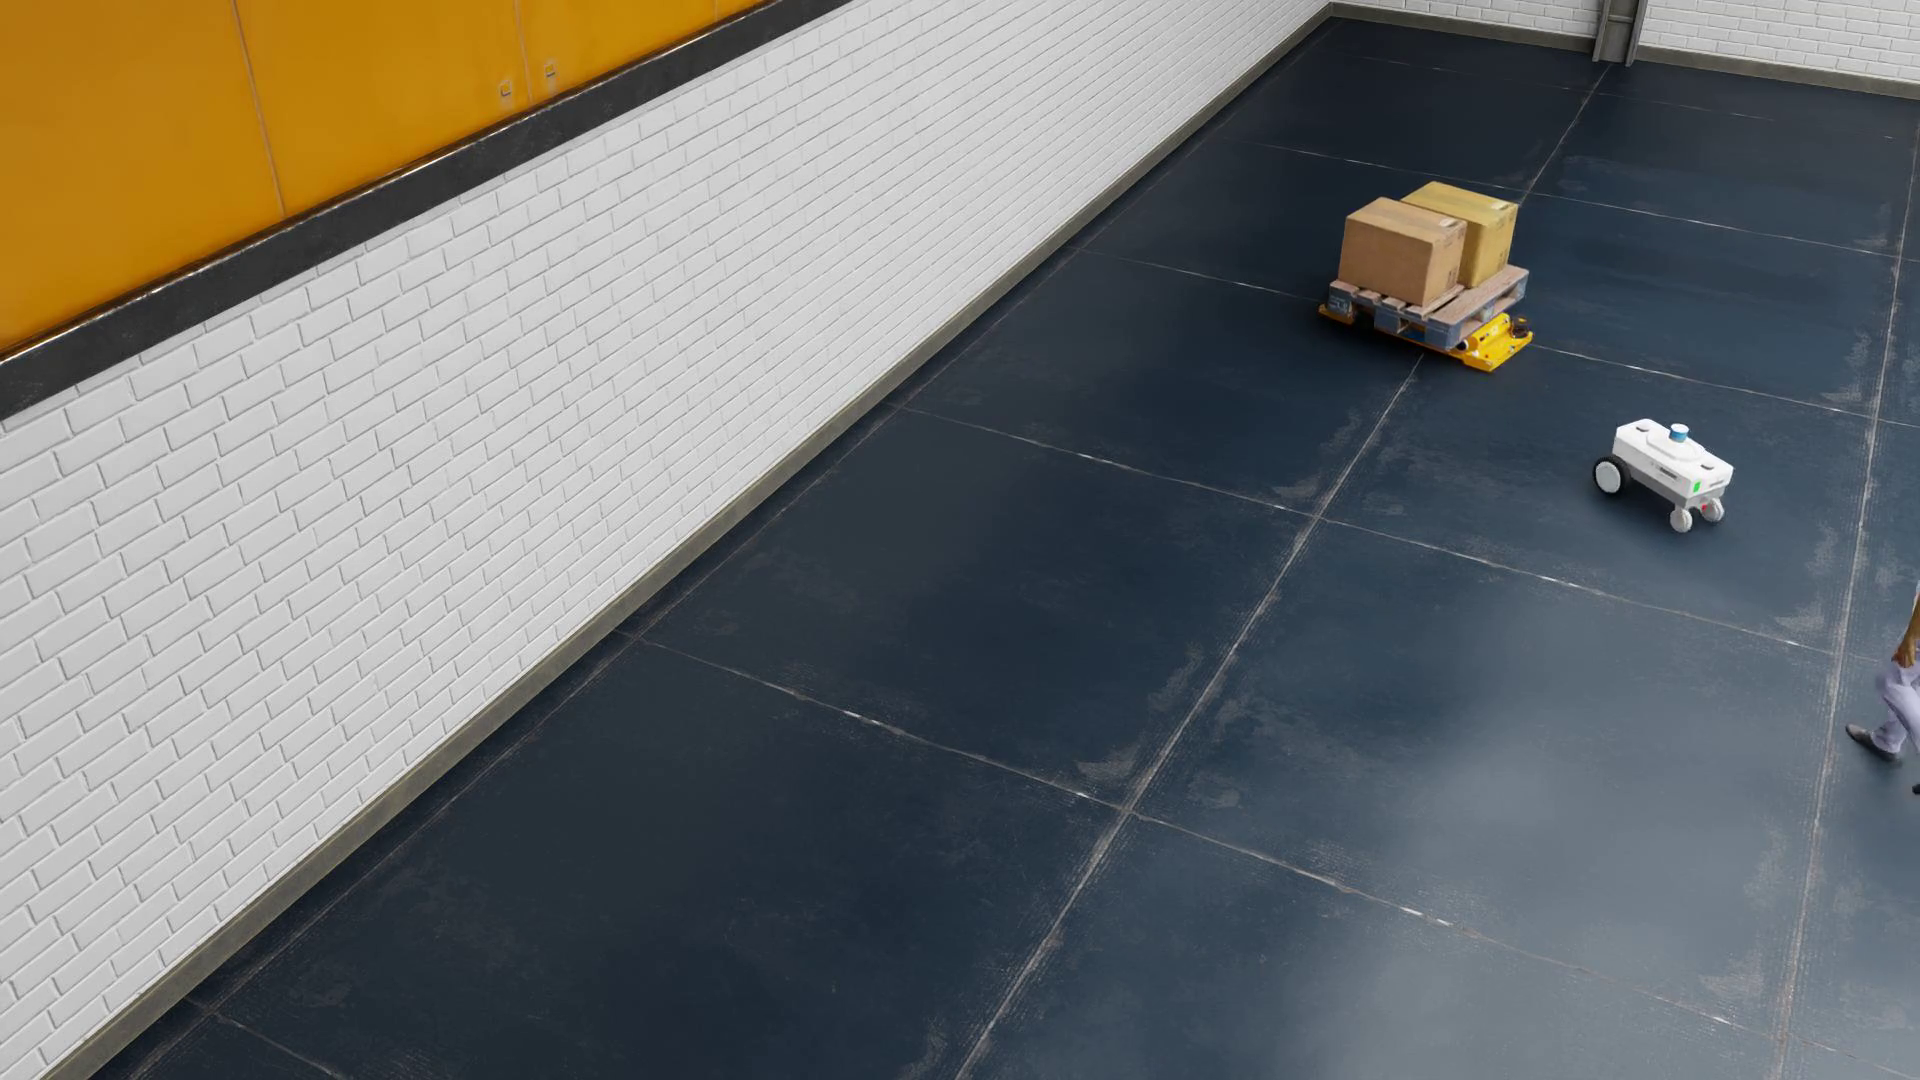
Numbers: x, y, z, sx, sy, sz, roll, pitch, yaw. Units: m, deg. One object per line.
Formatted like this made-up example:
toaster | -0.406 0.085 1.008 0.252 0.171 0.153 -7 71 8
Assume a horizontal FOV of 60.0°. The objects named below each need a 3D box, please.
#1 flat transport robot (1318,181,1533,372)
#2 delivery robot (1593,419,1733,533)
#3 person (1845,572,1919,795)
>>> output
flat transport robot | 3.479 -1.664 12.453 1.431 0.231 0.659 26 42 33
delivery robot | 4.407 -0.452 10.406 0.499 0.610 0.788 -16 37 -23
person | 4.754 0.423 7.956 0.570 1.825 0.600 -16 37 -22
